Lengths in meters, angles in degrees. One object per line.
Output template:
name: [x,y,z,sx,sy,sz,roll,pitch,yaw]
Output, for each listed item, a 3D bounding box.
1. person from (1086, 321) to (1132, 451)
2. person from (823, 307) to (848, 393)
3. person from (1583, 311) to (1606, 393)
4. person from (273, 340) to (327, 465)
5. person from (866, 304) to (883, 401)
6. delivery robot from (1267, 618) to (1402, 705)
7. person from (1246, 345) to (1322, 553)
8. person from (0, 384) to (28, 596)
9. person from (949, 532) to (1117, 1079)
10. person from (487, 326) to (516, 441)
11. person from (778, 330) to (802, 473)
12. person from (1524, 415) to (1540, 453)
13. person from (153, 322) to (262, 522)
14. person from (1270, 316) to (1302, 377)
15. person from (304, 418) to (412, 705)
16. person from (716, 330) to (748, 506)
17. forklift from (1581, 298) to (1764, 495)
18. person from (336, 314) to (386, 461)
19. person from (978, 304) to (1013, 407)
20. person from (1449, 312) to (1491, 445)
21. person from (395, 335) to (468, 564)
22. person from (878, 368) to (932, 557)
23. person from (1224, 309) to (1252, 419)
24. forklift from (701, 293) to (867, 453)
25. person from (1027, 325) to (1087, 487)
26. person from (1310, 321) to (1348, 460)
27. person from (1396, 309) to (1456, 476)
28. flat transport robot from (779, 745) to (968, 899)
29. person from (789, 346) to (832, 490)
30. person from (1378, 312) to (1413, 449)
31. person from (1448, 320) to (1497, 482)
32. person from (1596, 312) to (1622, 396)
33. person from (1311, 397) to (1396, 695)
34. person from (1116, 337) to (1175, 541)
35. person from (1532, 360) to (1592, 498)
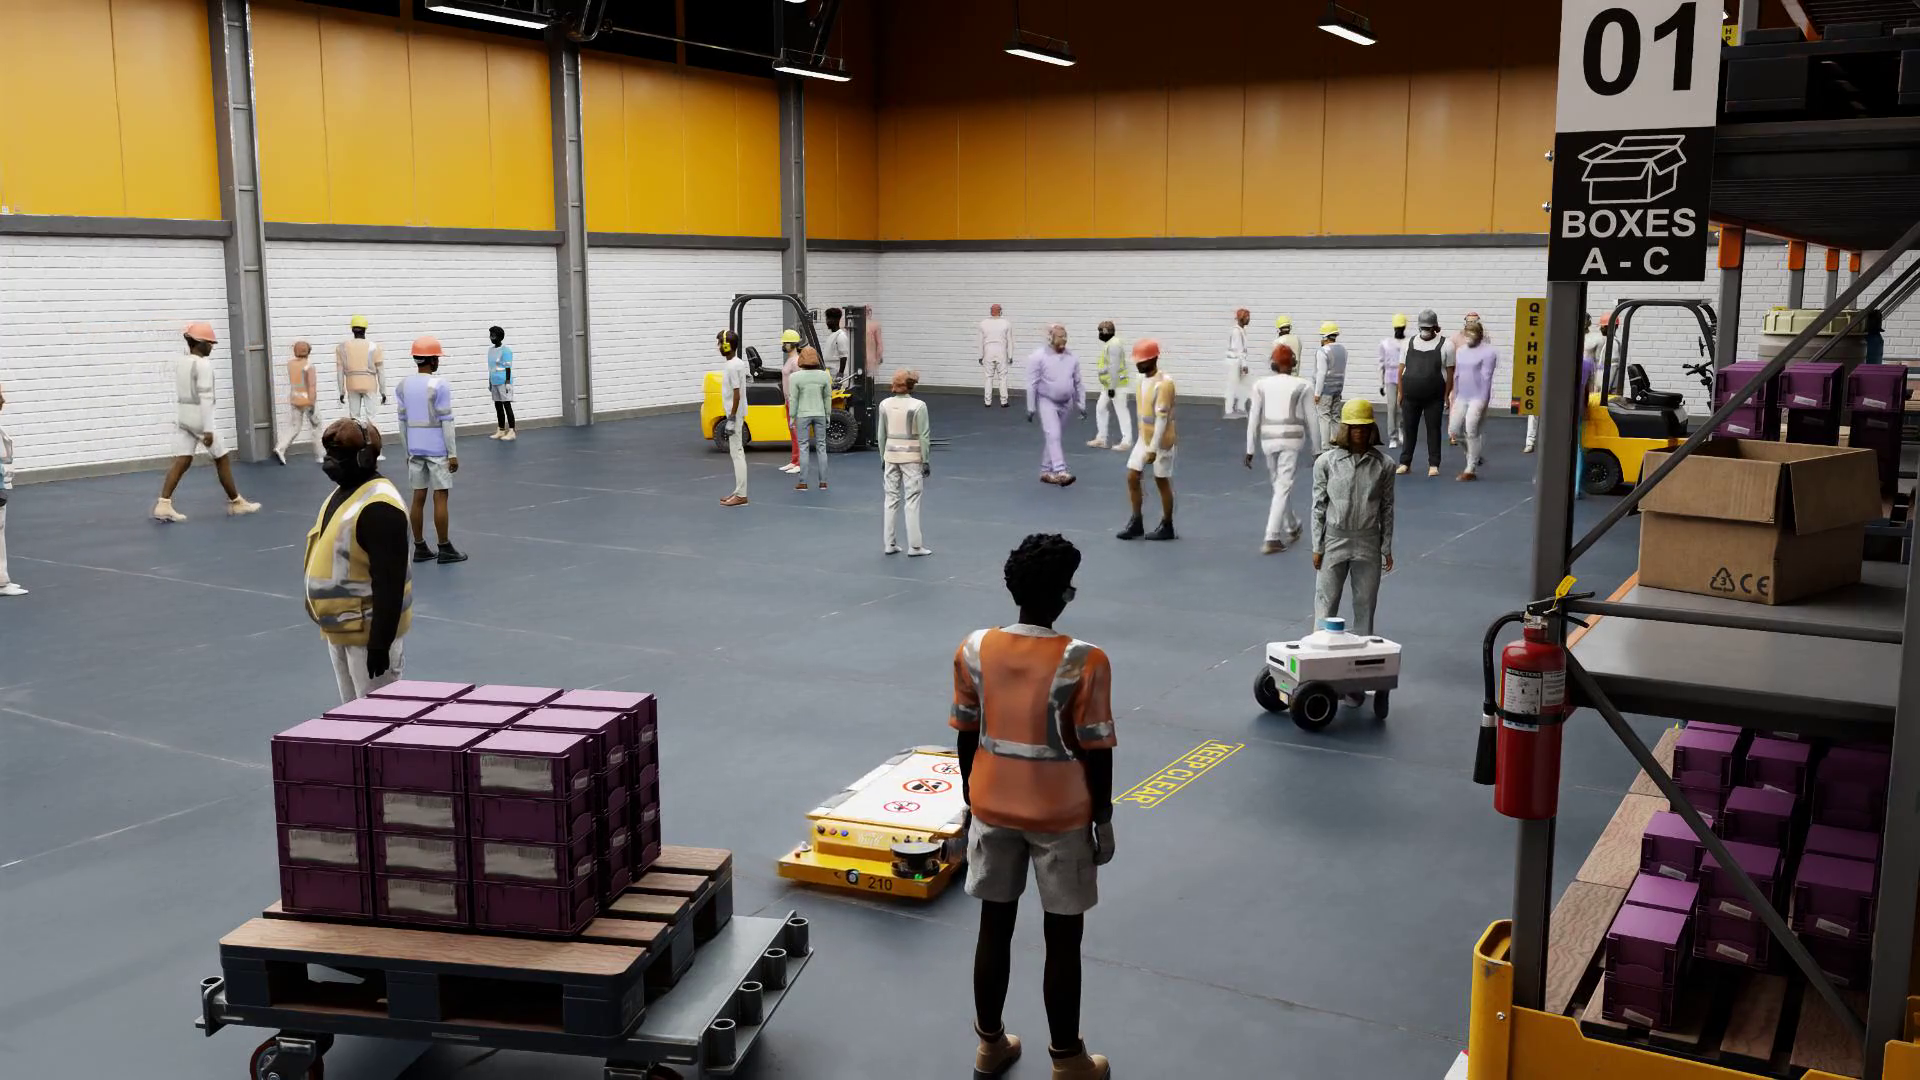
person: [2.079,-2.142,23.186,0.668,1.801,0.639,-1,9,-4]
person: [-1.843,-2.457,24.586,0.367,1.967,0.606,-4,10,-23]
person: [8.673,-2.236,23.296,0.629,1.939,0.369,5,10,26]
person: [-8.472,-1.758,21.340,0.511,1.611,0.739,5,10,27]
person: [-1.773,-3.505,31.404,0.647,1.882,0.781,4,10,24]
delivery robot: [2.063,0.672,9.157,0.707,0.478,0.477,-3,10,-16]
person: [2.910,-0.827,14.876,0.605,1.819,1.028,6,11,35]
person: [-7.380,-0.390,12.701,0.312,1.642,0.512,-7,11,-36]
person: [0.227,0.819,4.991,0.540,1.691,0.317,5,11,30]
person: [-6.782,-2.313,24.549,0.536,1.692,0.319,8,12,41]
person: [-2.073,-1.707,20.531,0.316,1.769,0.525,-3,10,-18]
person: [8.008,-2.095,22.717,0.634,1.841,0.429,4,10,22]
person: [-7.589,-1.169,16.539,0.617,1.979,1.092,6,11,35]
person: [4.843,-2.437,24.909,0.586,1.825,0.404,-7,11,-36]
person: [-2.592,0.392,7.186,0.429,1.847,0.625,-7,11,-37]
person: [-2.412,-1.288,17.614,0.327,1.865,0.518,-1,9,-4]
forklift: [7.954,-1.589,18.462,2.313,2.155,1.214,5,11,30]
person: [-7.813,-1.980,21.738,0.593,1.922,0.387,-1,9,-9]
person: [0.661,-3.385,30.570,0.652,1.906,0.402,1,9,9]
person: [7.285,-2.302,23.802,0.636,1.911,0.405,-1,9,-4]
person: [-4.488,-0.765,14.110,0.542,1.939,0.362,4,10,22]
person: [-0.484,-0.671,14.467,0.518,1.636,0.312,6,11,33]
person: [4.755,-2.965,28.073,0.604,1.861,0.570,3,10,19]
forklift: [-2.458,-2.344,23.176,2.313,2.155,1.214,0,9,-2]
person: [1.167,-1.537,19.159,0.678,1.856,0.963,-5,10,-29]
person: [4.850,-1.969,21.959,0.601,1.830,0.404,-9,13,-43]
person: [5.642,-1.795,20.224,0.678,2.000,0.537,5,10,26]
flat transport robot: [-0.165,1.178,7.177,0.652,0.197,1.431,4,10,21]
person: [-1.699,-1.378,18.878,0.502,1.636,0.280,-4,10,-22]
person: [6.216,-2.268,23.562,0.583,1.912,0.689,2,9,12]
person: [6.043,-1.637,19.632,0.474,1.915,0.629,-5,10,-29]
person: [8.761,-2.107,22.501,0.373,1.933,0.549,4,10,24]
person: [2.284,0.044,9.674,0.484,1.744,0.296,0,9,0]
person: [1.750,-0.895,15.089,0.688,1.877,0.577,-6,11,-33]
person: [6.674,-1.378,18.397,0.574,1.792,0.983,0,9,1]
